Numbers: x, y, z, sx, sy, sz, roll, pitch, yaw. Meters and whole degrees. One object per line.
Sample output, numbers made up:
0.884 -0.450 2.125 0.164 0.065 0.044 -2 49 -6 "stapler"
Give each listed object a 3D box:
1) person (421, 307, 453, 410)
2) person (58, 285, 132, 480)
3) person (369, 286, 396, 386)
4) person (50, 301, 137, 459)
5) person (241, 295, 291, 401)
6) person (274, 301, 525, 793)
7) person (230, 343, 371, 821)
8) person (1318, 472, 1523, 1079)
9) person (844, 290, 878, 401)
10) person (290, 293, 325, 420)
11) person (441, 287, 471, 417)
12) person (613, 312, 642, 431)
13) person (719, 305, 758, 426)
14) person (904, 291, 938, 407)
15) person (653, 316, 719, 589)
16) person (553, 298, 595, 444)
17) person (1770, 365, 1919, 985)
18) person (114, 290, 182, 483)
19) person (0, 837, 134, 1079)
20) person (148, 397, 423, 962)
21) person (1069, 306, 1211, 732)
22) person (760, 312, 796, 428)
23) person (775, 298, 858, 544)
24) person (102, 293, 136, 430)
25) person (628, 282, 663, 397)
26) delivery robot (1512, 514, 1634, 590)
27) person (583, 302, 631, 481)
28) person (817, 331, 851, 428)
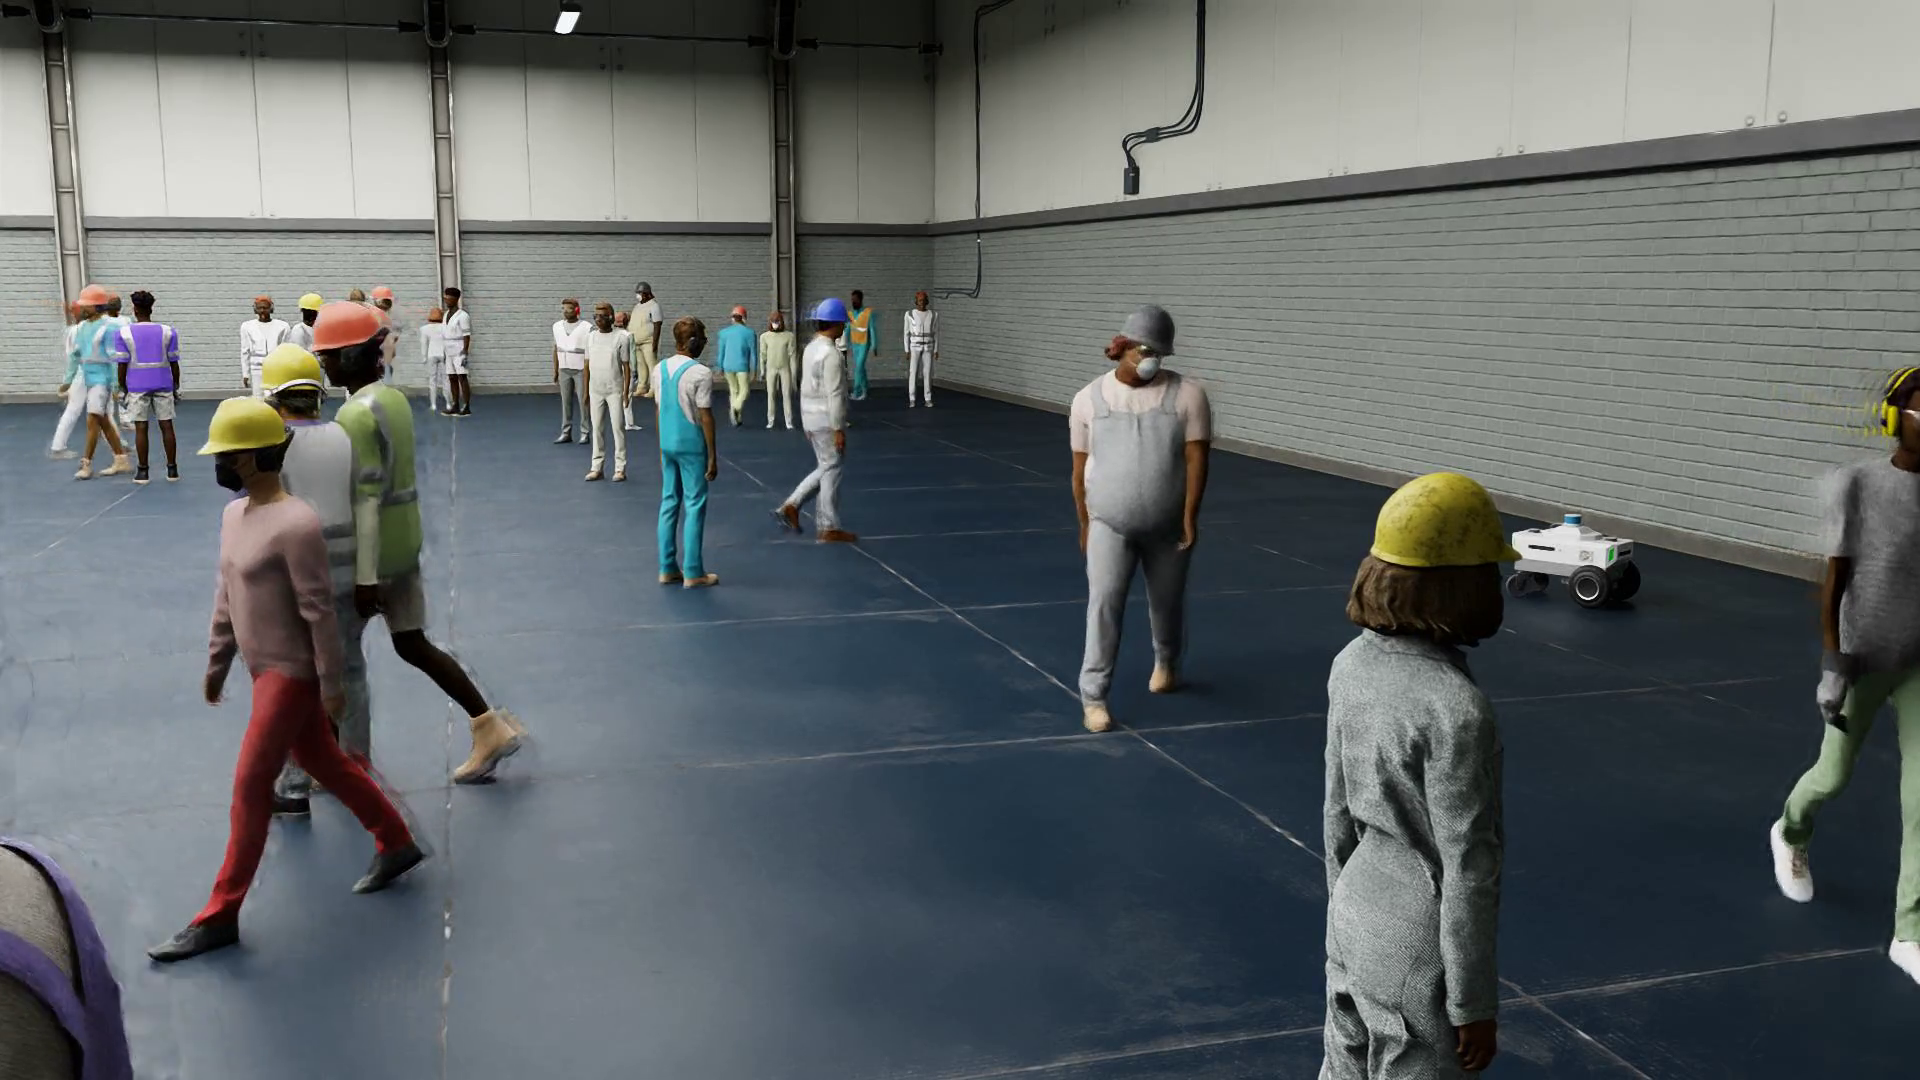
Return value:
-8.333 -2.896 26.574 0.498 1.634 0.280 -2 9 -11 "person"
-9.041 -1.643 17.373 0.678 2.005 0.687 6 11 35 "person"
-7.687 -2.388 22.188 0.393 1.992 0.627 -2 9 -11 "person"
-10.149 -1.856 19.337 0.980 1.831 0.588 -4 10 -24 "person"
-8.420 -2.027 20.236 0.578 1.882 0.346 -4 10 -21 "person"
-2.278 0.044 6.712 0.949 2.008 0.650 0 9 1 "person"
-2.535 0.163 6.429 0.403 1.833 0.591 7 12 39 "person"
0.826 0.745 3.003 0.296 1.744 0.487 -2 9 -15 "person"
-1.786 -3.302 28.367 0.635 1.881 0.891 7 11 38 "person"
-7.014 -1.700 18.017 0.376 1.926 0.585 -1 9 -5 "person"
-7.647 -2.844 25.188 0.611 1.966 0.362 8 12 40 "person"
-4.633 -2.317 22.877 0.512 1.637 0.307 6 11 33 "person"
-3.143 -2.432 23.352 0.577 1.722 0.667 2 9 14 "person"
-0.625 -3.097 27.069 0.575 1.882 0.355 -2 9 -14 "person"
-1.840 -0.583 11.200 0.517 1.835 0.349 6 11 33 "person"
-4.871 -2.133 21.029 0.563 1.847 0.394 2 9 15 "person"
2.851 0.362 5.169 0.515 1.843 0.902 0 9 3 "person"
-8.281 -1.560 16.993 0.610 1.966 0.364 -6 11 -36 "person"
-0.968 0.930 1.675 0.950 1.797 0.496 -2 9 -12 "person"
-2.154 0.393 5.323 0.934 1.718 0.532 -9 12 -44 "person"
0.853 -0.183 7.974 0.678 2.000 1.006 1 9 6 "person"
-2.536 -2.358 23.181 0.499 1.627 0.279 0 9 -1 "person"
-1.086 -0.914 12.976 0.541 1.930 0.621 -3 10 -21 "person"
-11.619 -2.446 22.909 0.340 1.882 0.586 4 10 24 "person"
-5.582 -3.530 29.329 0.674 2.000 0.535 8 12 43 "person"
3.952 0.075 10.755 0.477 0.478 0.707 -9 13 -44 "delivery robot"
-3.637 -1.519 17.117 0.504 1.847 0.345 2 9 10 "person"
-1.768 -2.414 23.301 0.534 1.698 0.318 7 12 40 "person"
